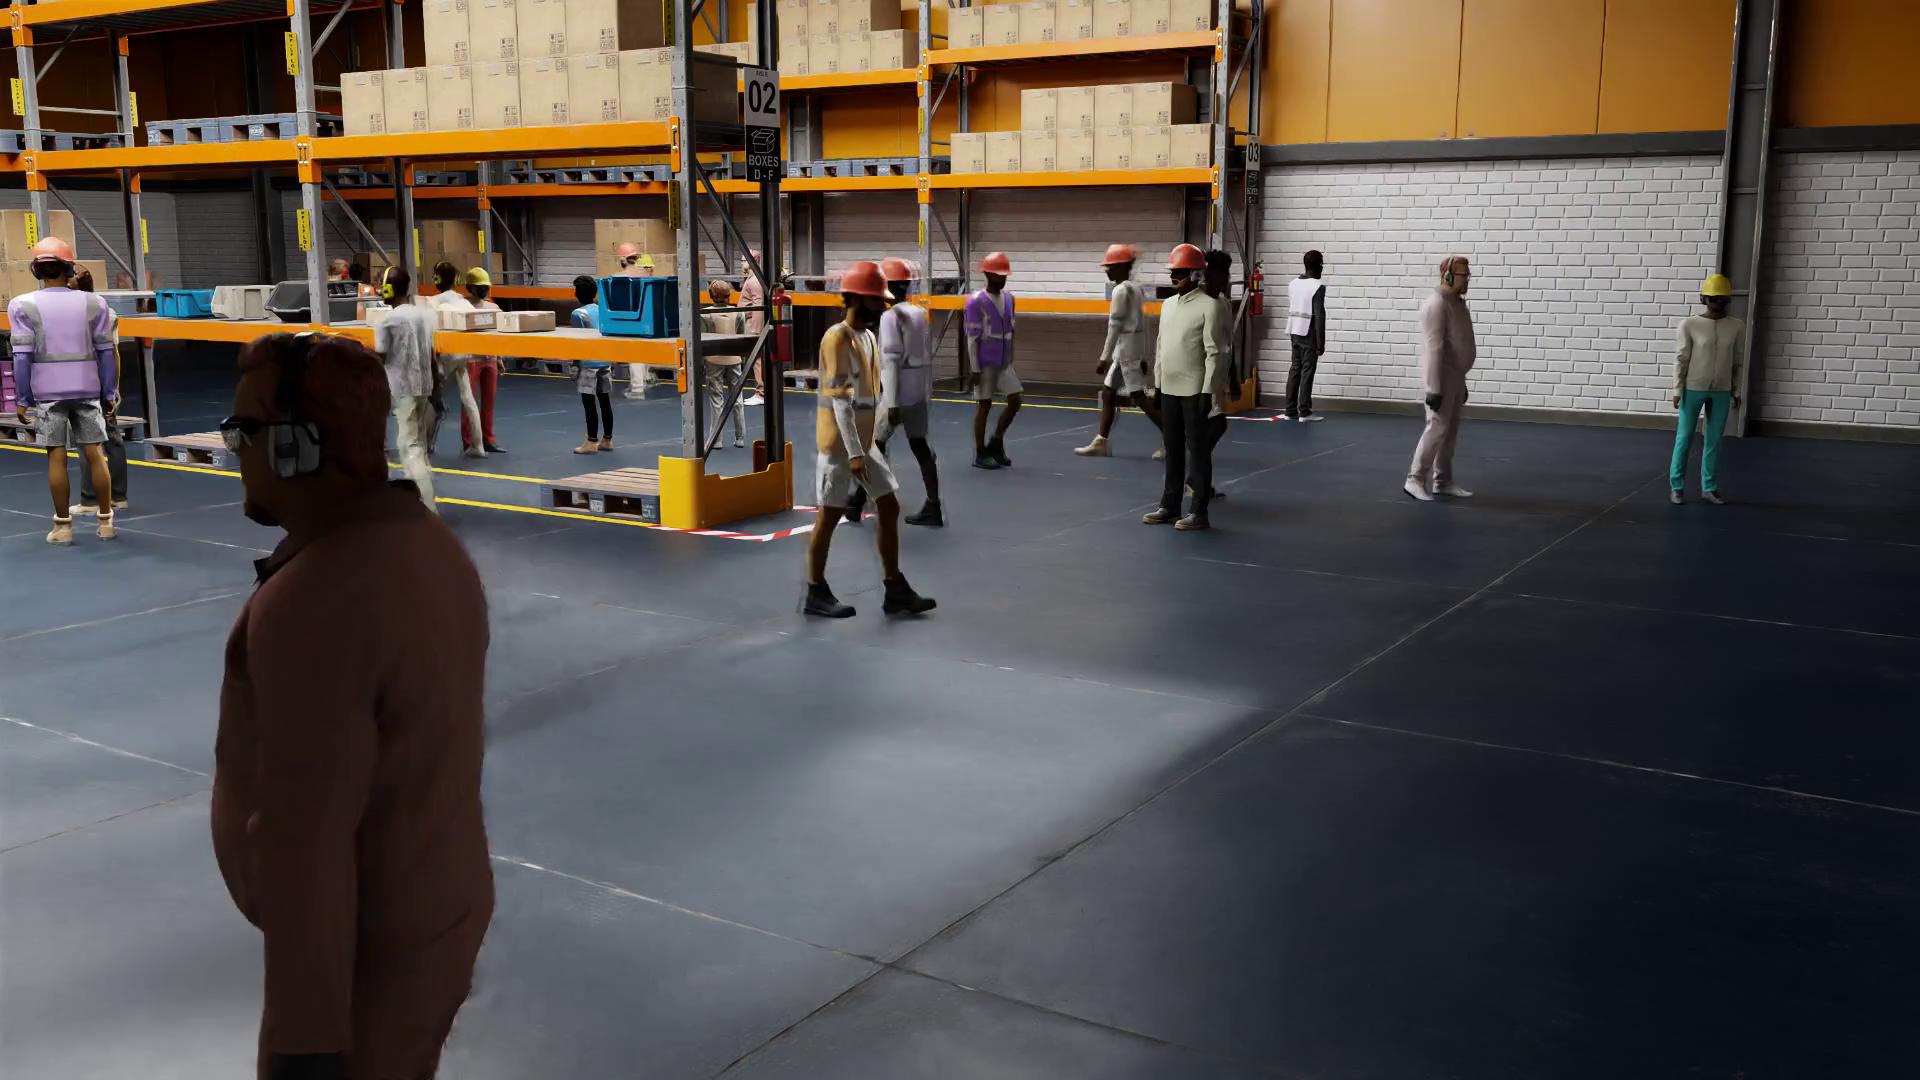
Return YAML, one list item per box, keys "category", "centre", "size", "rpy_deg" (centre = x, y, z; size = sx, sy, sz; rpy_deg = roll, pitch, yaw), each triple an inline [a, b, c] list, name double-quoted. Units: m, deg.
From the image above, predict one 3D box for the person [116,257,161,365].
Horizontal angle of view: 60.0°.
- category: "person"
  centre: [-12.742, -3.553, 25.752]
  size: [0.997, 1.876, 0.597]
  rpy_deg: [9, 14, 41]

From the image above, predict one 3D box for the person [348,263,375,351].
- category: "person"
  centre: [-8.482, -3.050, 23.483]
  size: [0.534, 1.697, 0.318]
  rpy_deg: [-1, 10, -6]

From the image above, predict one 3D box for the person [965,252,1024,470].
- category: "person"
  centre: [0.287, -1.568, 14.651]
  size: [0.564, 1.915, 0.446]
  rpy_deg: [-9, 14, -40]

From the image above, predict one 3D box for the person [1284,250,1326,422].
- category: "person"
  centre: [3.861, -2.268, 18.576]
  size: [0.393, 1.913, 0.592]
  rpy_deg: [-5, 11, -24]

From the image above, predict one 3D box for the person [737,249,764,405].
- category: "person"
  centre: [-2.540, -2.607, 20.448]
  size: [0.401, 1.907, 0.648]
  rpy_deg: [-1, 10, -4]

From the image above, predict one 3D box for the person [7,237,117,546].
- category: "person"
  centre: [-5.953, -0.980, 11.066]
  size: [0.615, 2.037, 0.389]
  rpy_deg: [-9, 13, -40]

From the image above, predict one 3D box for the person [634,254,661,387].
- category: "person"
  centre: [-4.359, -3.018, 22.967]
  size: [0.403, 1.828, 0.595]
  rpy_deg: [1, 10, 7]

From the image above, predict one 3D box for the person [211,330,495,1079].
- category: "person"
  centre: [-0.857, 0.620, 2.604]
  size: [0.592, 1.890, 0.667]
  rpy_deg: [-1, 10, -3]

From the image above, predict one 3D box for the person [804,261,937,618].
- category: "person"
  centre: [-0.484, -0.504, 8.813]
  size: [0.835, 1.905, 0.572]
  rpy_deg: [4, 11, 23]

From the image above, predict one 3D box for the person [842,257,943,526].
- category: "person"
  centre: [-0.519, -1.045, 11.826]
  size: [0.927, 1.891, 0.562]
  rpy_deg: [6, 12, 29]

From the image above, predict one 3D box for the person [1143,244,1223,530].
- category: "person"
  centre: [1.578, -1.073, 11.701]
  size: [0.376, 1.995, 0.612]
  rpy_deg: [-7, 12, -34]

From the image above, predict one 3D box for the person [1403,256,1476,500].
- category: "person"
  centre: [3.821, -1.258, 13.010]
  size: [0.404, 1.913, 0.666]
  rpy_deg: [6, 12, 32]

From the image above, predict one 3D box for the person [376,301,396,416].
- category: "person"
  centre: [-6.456, -2.251, 19.213]
  size: [0.523, 1.639, 0.308]
  rpy_deg: [-6, 12, -28]

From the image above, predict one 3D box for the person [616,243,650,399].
- category: "person"
  centre: [-4.274, -2.794, 21.277]
  size: [0.672, 1.975, 0.646]
  rpy_deg: [7, 12, 32]

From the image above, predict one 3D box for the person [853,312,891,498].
- category: "person"
  centre: [-0.691, -1.084, 12.831]
  size: [0.522, 1.603, 0.735]
  rpy_deg: [-2, 10, -11]

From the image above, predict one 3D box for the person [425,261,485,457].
- category: "person"
  centre: [-4.822, -1.693, 15.607]
  size: [0.970, 1.817, 0.559]
  rpy_deg: [7, 12, 32]

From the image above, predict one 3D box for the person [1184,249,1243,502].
- category: "person"
  centre: [1.963, -1.255, 12.851]
  size: [0.465, 1.951, 0.611]
  rpy_deg: [6, 12, 32]

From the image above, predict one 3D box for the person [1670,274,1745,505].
- category: "person"
  centre: [5.715, -1.140, 12.710]
  size: [0.533, 1.767, 0.326]
  rpy_deg: [0, 10, 0]

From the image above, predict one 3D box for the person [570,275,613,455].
- category: "person"
  centre: [-3.498, -1.658, 15.773]
  size: [0.319, 1.696, 0.532]
  rpy_deg: [5, 11, 25]

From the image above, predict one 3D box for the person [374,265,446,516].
- category: "person"
  centre: [-3.958, -1.005, 11.760]
  size: [0.722, 1.839, 0.546]
  rpy_deg: [5, 11, 25]

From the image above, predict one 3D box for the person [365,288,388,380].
- category: "person"
  centre: [-6.979, -2.429, 20.301]
  size: [0.507, 1.594, 0.570]
  rpy_deg: [-7, 12, -34]

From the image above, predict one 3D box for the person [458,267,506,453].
- category: "person"
  centre: [-4.521, -1.680, 15.700]
  size: [0.325, 1.767, 0.533]
  rpy_deg: [7, 12, 34]

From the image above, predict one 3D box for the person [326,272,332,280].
- category: "person"
  centre: [-8.173, -2.647, 21.490]
  size: [0.532, 1.594, 0.790]
  rpy_deg: [4, 11, 22]

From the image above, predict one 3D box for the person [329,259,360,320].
- category: "person"
  centre: [-7.270, -2.351, 19.312]
  size: [0.644, 1.803, 0.496]
  rpy_deg: [0, 10, -2]

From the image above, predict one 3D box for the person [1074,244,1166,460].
- category: "person"
  centre: [1.605, -1.729, 15.363]
  size: [1.026, 2.000, 0.605]
  rpy_deg: [2, 10, 11]

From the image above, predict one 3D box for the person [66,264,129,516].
- category: "person"
  centre: [-6.413, -1.094, 12.237]
  size: [0.346, 1.846, 0.505]
  rpy_deg: [5, 11, 25]

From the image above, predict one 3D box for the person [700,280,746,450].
- category: "person"
  centre: [-2.307, -1.695, 16.127]
  size: [0.514, 1.641, 0.315]
  rpy_deg: [-6, 12, -30]
